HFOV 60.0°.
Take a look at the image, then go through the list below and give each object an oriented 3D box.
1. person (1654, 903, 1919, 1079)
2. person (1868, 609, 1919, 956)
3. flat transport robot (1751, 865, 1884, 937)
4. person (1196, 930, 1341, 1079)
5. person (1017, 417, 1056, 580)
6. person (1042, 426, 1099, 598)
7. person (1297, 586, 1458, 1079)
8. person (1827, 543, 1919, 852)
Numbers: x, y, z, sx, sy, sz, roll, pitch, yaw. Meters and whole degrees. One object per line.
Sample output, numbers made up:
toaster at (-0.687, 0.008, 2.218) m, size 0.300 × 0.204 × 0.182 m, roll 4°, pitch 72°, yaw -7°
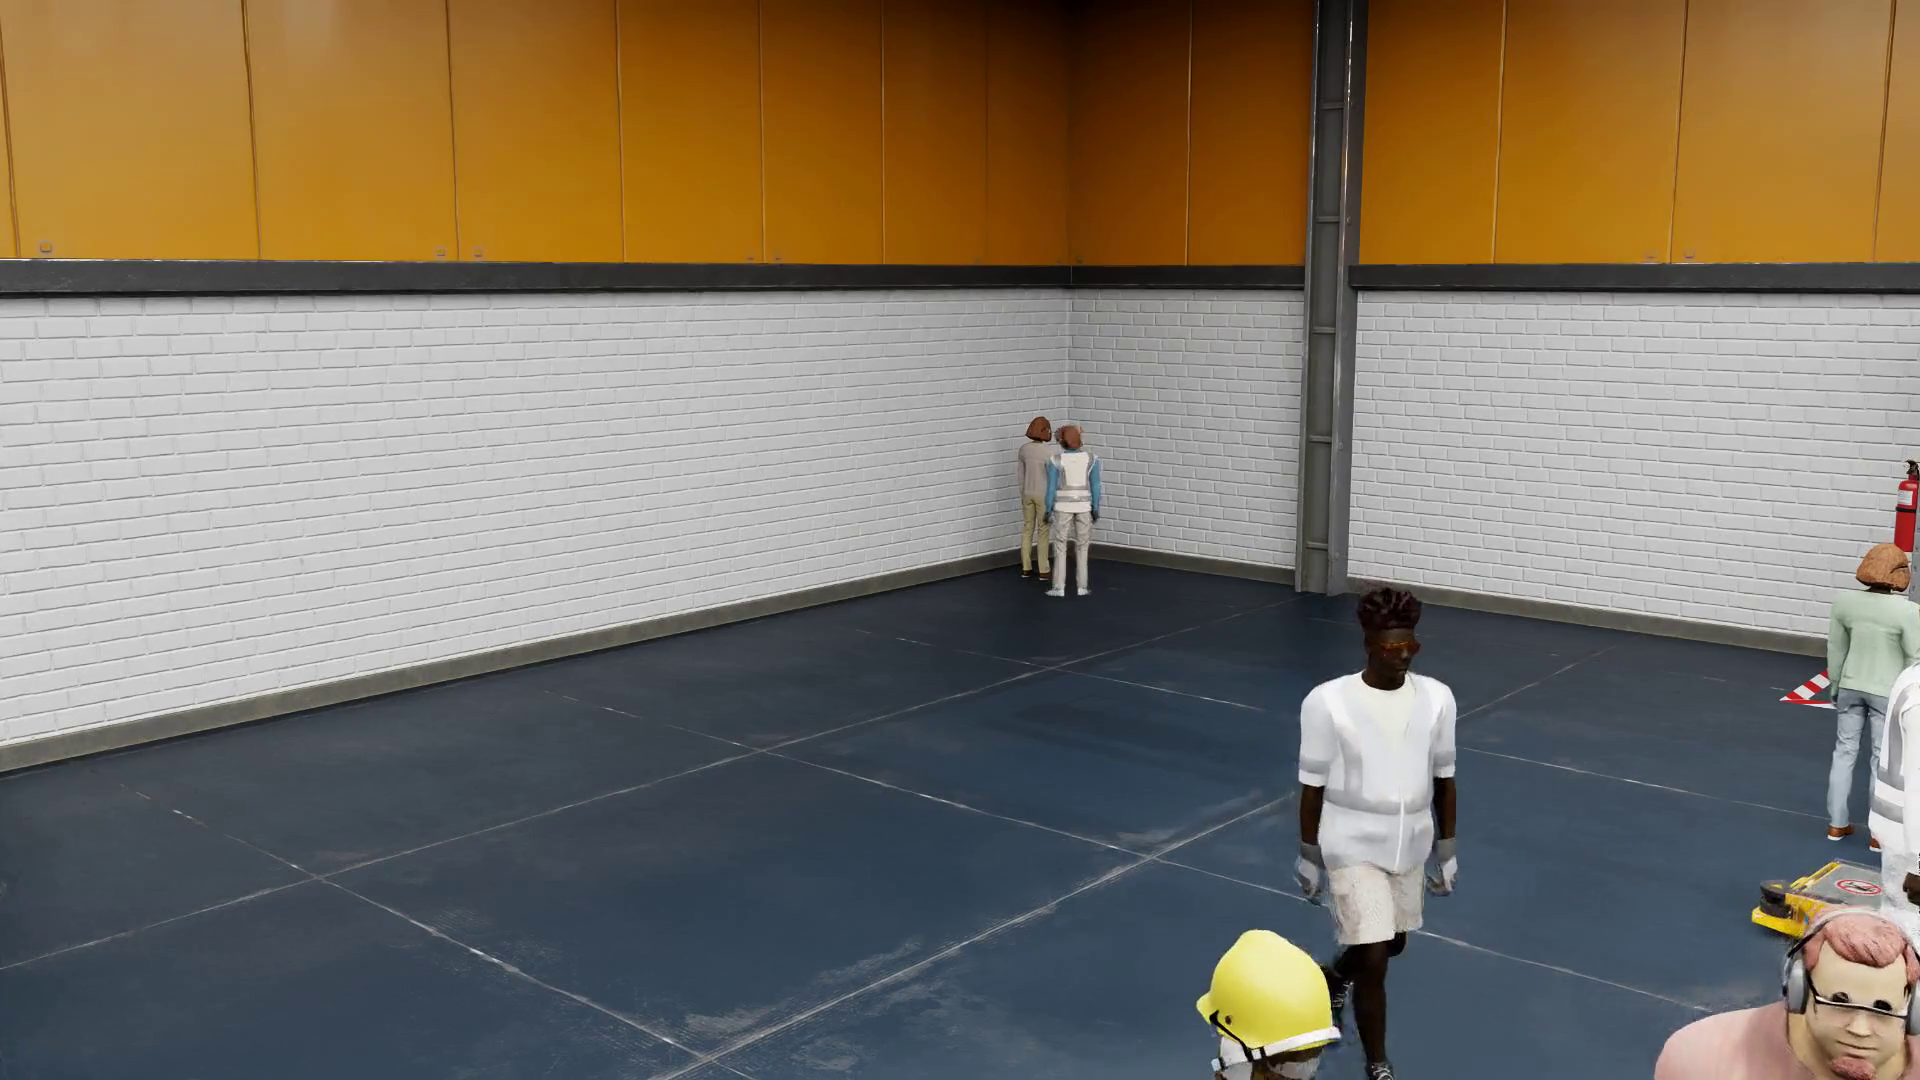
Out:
person at (1.611, 1.596, 3.145) m, size 0.681 × 1.890 × 0.428 m, roll 5°, pitch 10°, yaw 27°
person at (3.581, 1.118, 6.208) m, size 0.339 × 1.881 × 0.574 m, roll 5°, pitch 10°, yaw 29°
flat transport robot at (4.391, 1.728, 7.402) m, size 0.652 × 0.197 × 1.431 m, roll -9°, pitch 12°, yaw -43°
person at (0.537, 1.623, 3.253) m, size 0.620 × 1.806 × 0.694 m, roll -6°, pitch 11°, yaw -32°
person at (0.791, -0.417, 16.612) m, size 0.279 × 1.633 × 0.505 m, roll -9°, pitch 13°, yaw -44°
person at (1.051, -0.254, 15.634) m, size 0.565 × 1.622 × 0.332 m, roll -3°, pitch 9°, yaw -16°
person at (1.514, 1.095, 6.170) m, size 0.604 × 1.940 × 0.892 m, roll -2°, pitch 9°, yaw -14°
person at (4.842, 0.824, 8.811) m, size 0.279 × 1.634 × 0.497 m, roll -5°, pitch 11°, yaw -31°
